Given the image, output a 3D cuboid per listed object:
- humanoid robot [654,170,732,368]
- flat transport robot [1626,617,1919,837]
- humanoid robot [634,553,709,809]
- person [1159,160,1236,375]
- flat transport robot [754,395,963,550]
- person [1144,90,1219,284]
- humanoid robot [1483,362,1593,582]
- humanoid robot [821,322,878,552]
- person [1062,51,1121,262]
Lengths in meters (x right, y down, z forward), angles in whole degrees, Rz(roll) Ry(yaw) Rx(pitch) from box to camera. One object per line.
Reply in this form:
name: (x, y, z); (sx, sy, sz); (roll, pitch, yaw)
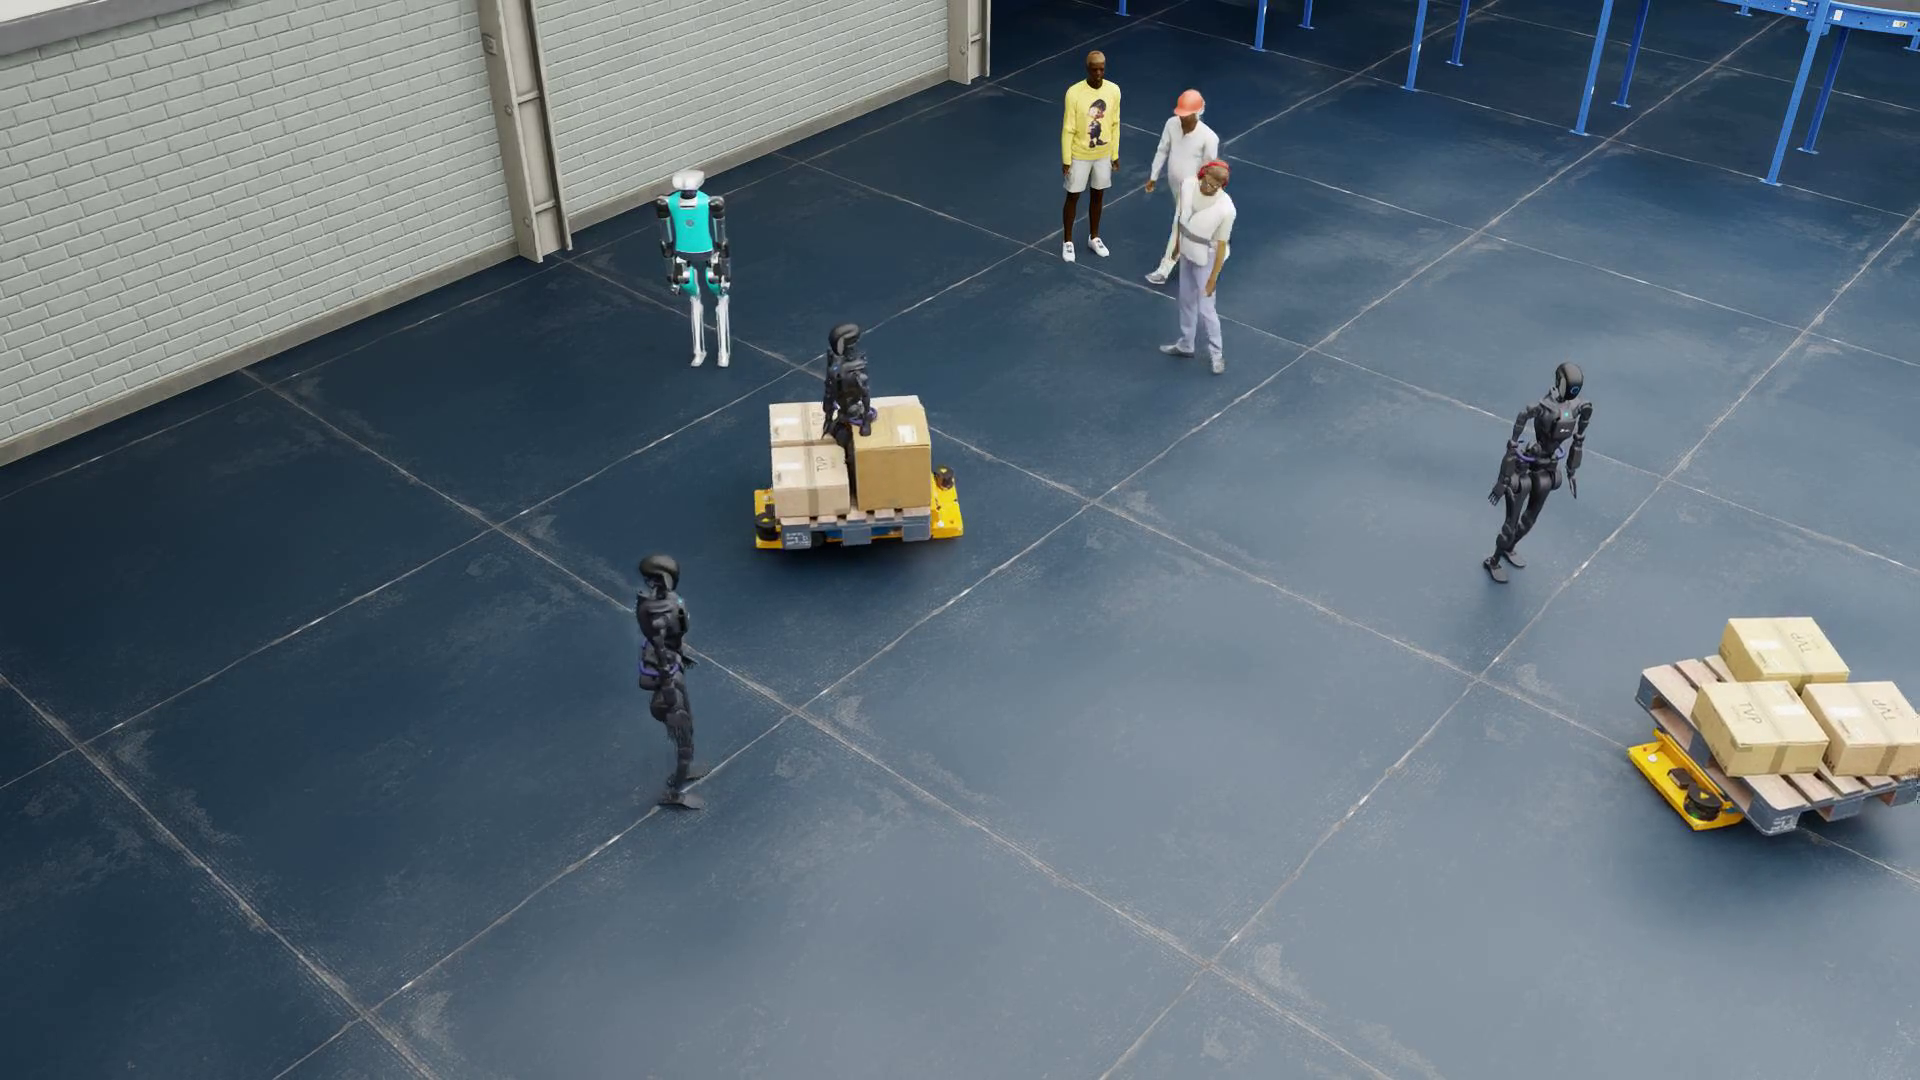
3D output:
humanoid robot: (-2.040, -2.184, 13.130); (0.530, 1.723, 0.739); (0, 35, 1)
flat transport robot: (4.675, 1.259, 9.620); (1.431, 0.231, 0.659); (-10, 37, -13)
humanoid robot: (-1.581, 0.750, 9.121); (0.320, 1.652, 0.608); (-3, 36, -4)
person: (1.927, -2.192, 13.148); (0.385, 1.805, 0.684); (-17, 39, -22)
flat transport robot: (-0.727, -0.233, 11.714); (1.431, 0.231, 0.659); (-4, 36, -6)
person: (1.931, -3.111, 14.518); (0.910, 1.698, 0.577); (-24, 42, -30)
humanoid robot: (3.728, -0.474, 10.849); (0.598, 1.636, 0.448); (-8, 36, -12)
humanoid robot: (-0.758, -0.733, 11.203); (0.482, 1.647, 0.584); (-22, 41, -27)
person: (1.159, -3.417, 14.782); (0.544, 1.899, 0.381); (-9, 36, -13)
